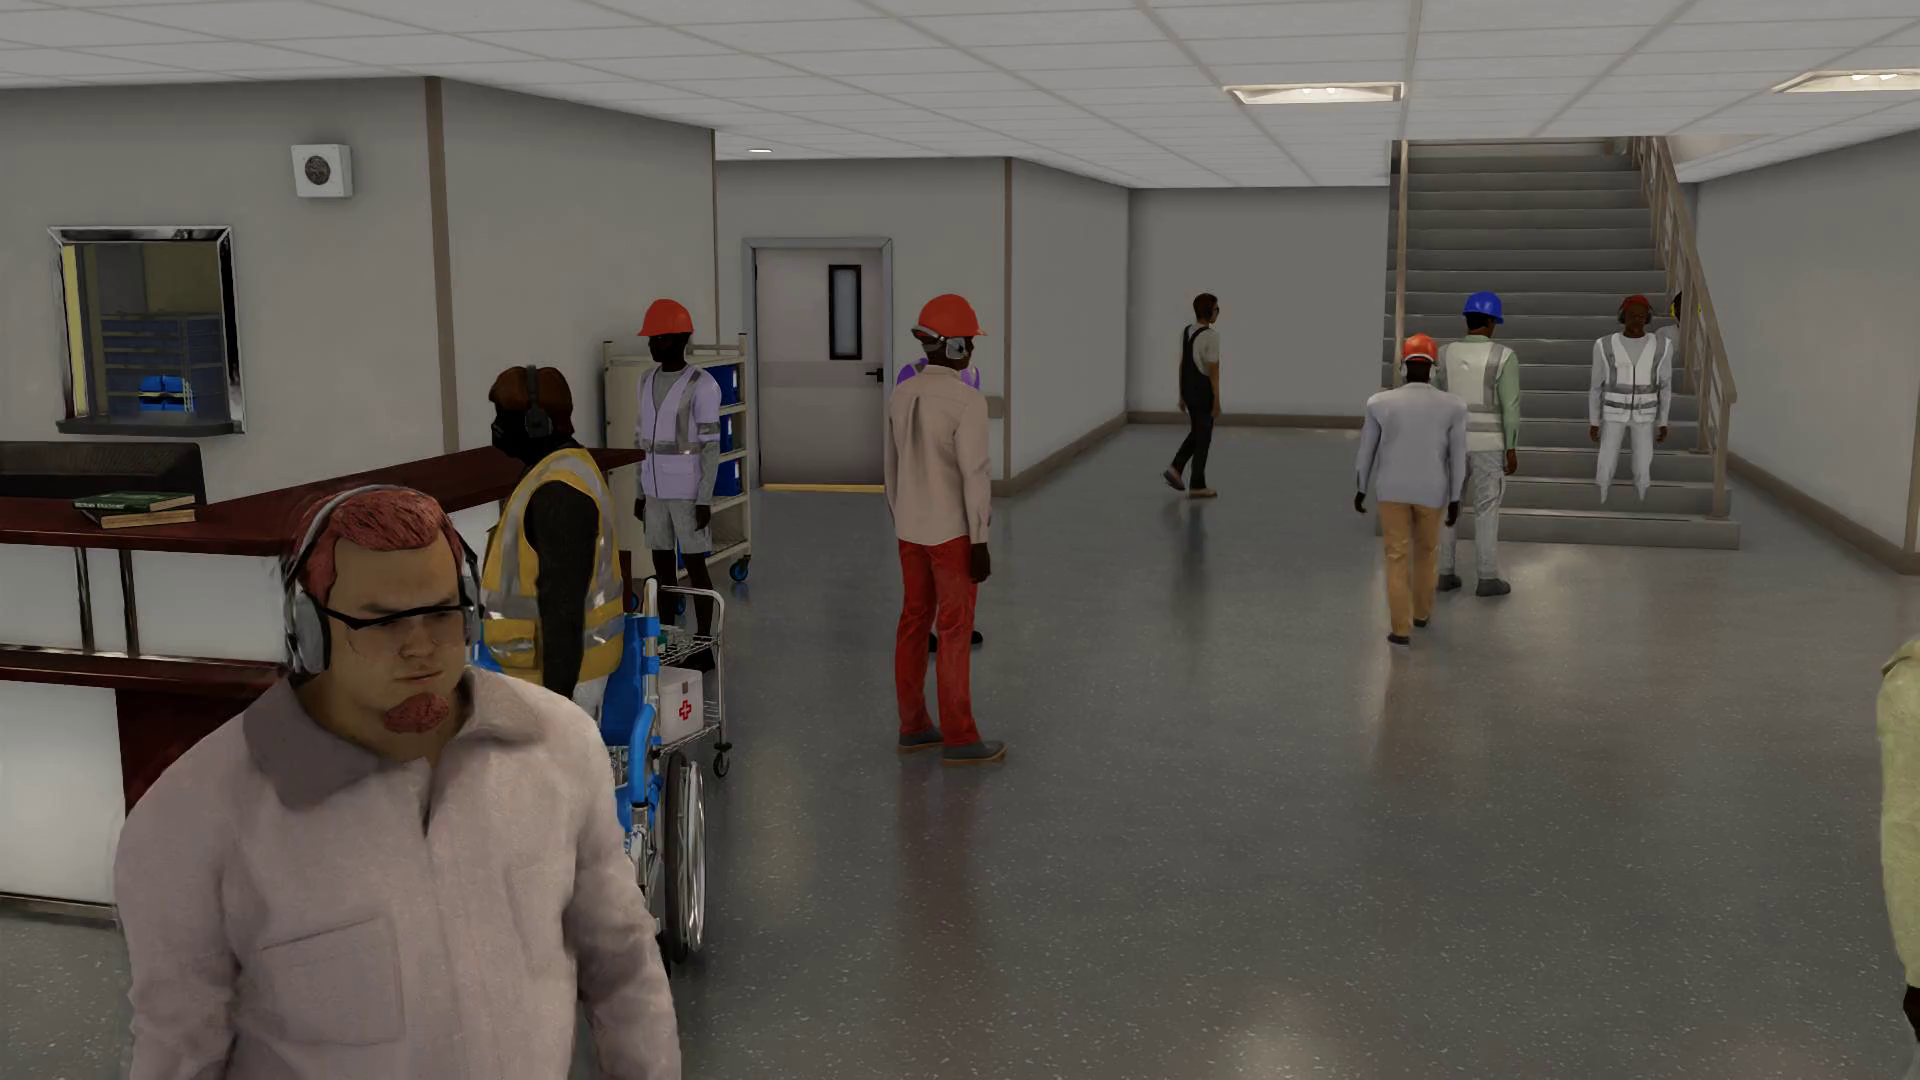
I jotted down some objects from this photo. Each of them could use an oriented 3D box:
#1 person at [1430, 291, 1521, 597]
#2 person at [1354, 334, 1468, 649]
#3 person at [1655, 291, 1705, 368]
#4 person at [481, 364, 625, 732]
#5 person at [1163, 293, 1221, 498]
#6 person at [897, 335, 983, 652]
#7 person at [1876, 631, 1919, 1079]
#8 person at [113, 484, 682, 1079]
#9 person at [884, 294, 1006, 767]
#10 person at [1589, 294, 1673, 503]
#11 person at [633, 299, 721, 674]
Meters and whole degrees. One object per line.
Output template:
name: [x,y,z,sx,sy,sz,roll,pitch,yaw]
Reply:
person: [3.279,-0.610,10.606,0.604,1.938,0.402,9,13,42]
person: [2.514,-0.291,9.359,0.574,1.717,0.807,1,10,6]
person: [6.231,-1.225,14.426,0.511,1.872,0.328,5,11,27]
person: [-1.239,0.384,5.075,0.429,1.835,0.633,-3,10,-15]
person: [2.144,-1.278,14.842,0.429,1.834,0.523,-5,11,-27]
person: [-0.079,-0.358,9.154,0.542,1.929,0.369,-8,13,-41]
person: [2.048,0.735,3.166,0.689,1.787,0.408,-2,10,-13]
person: [-0.618,0.870,2.107,0.926,1.870,0.647,9,13,44]
person: [-0.070,-0.042,7.089,0.394,1.994,0.612,-8,12,-39]
person: [5.075,-0.919,12.633,0.576,1.873,0.362,2,10,14]
person: [-1.477,-0.262,8.559,0.544,1.939,0.354,6,11,33]
